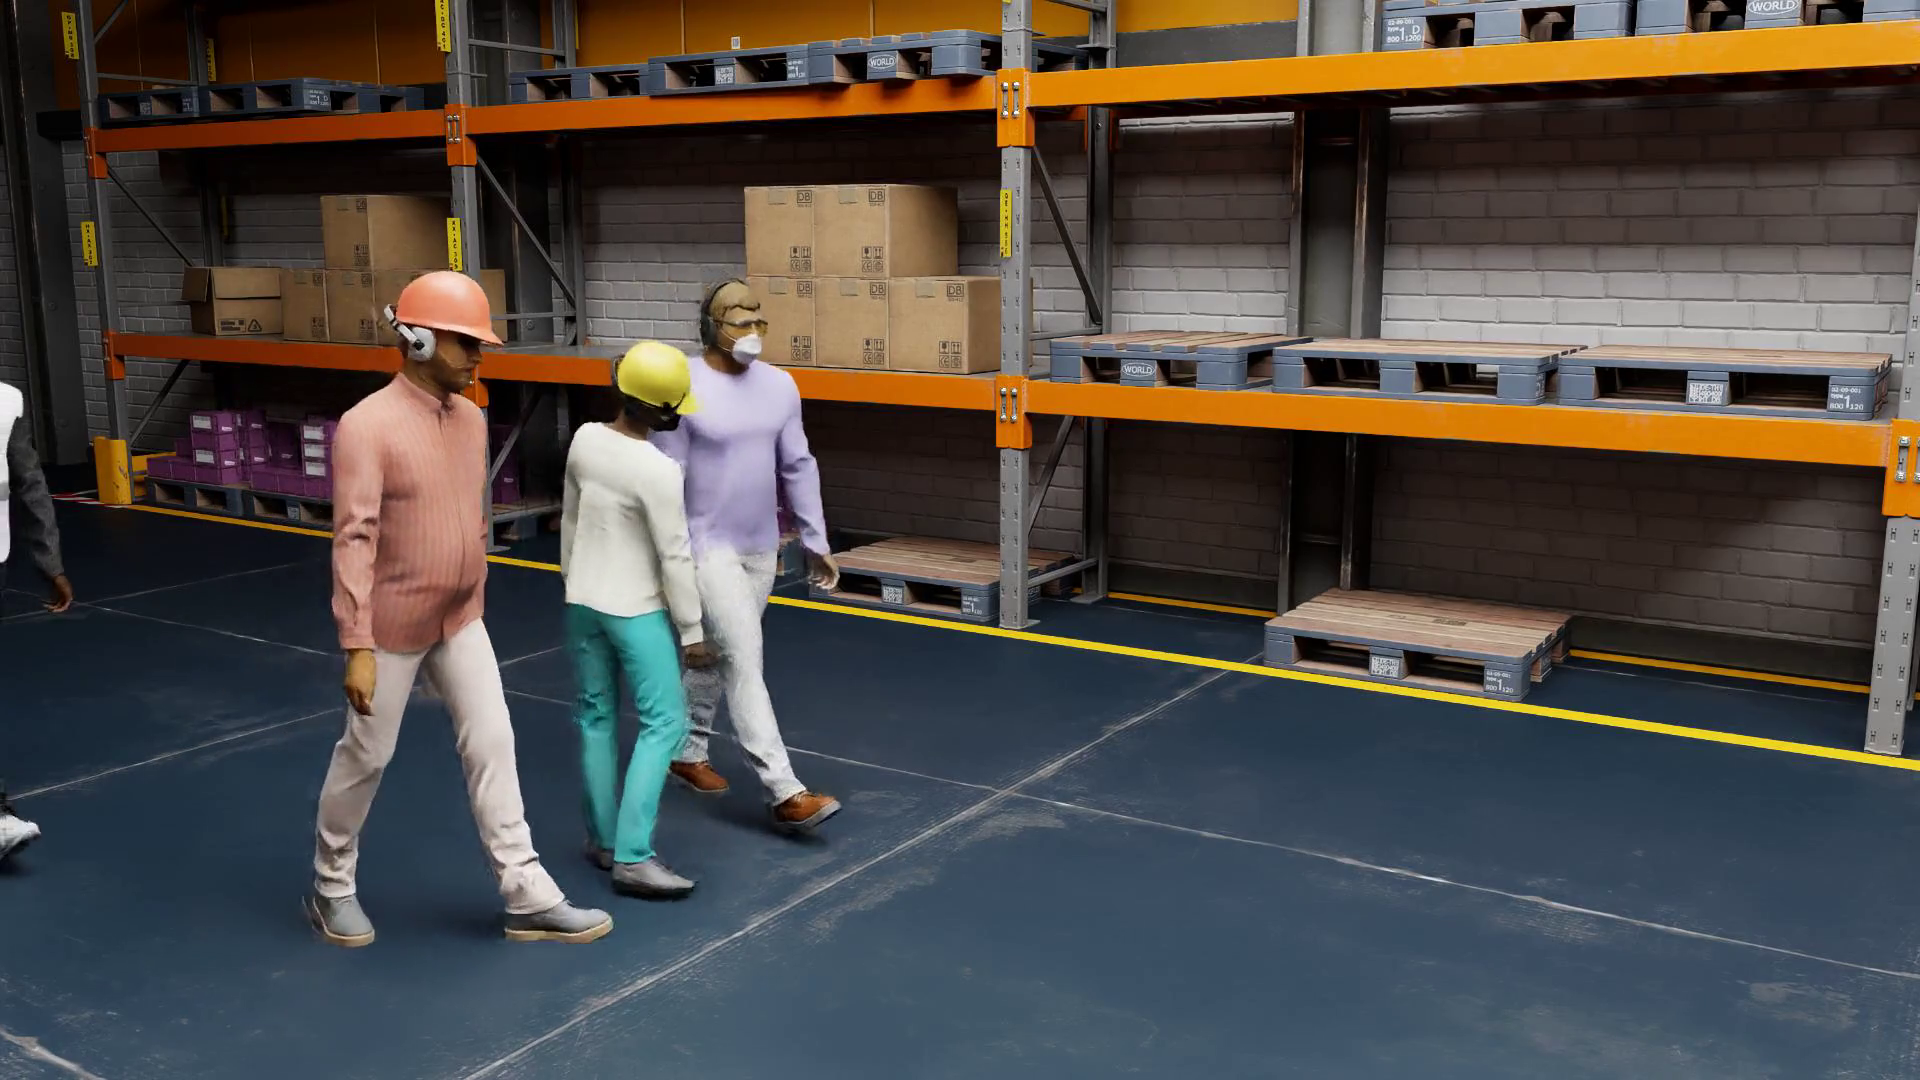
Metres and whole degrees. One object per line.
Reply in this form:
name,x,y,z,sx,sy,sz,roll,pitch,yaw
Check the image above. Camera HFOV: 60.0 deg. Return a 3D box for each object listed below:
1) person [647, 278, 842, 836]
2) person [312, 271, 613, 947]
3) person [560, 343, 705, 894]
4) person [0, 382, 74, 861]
person,-0.747,0.049,5.774,1.009,1.883,0.647,9,13,40
person,-1.534,0.231,4.680,0.919,1.950,0.697,4,11,23
person,-1.044,0.242,5.212,0.624,1.719,0.337,8,13,37
person,-3.291,0.112,5.489,1.036,1.862,0.603,8,13,36
